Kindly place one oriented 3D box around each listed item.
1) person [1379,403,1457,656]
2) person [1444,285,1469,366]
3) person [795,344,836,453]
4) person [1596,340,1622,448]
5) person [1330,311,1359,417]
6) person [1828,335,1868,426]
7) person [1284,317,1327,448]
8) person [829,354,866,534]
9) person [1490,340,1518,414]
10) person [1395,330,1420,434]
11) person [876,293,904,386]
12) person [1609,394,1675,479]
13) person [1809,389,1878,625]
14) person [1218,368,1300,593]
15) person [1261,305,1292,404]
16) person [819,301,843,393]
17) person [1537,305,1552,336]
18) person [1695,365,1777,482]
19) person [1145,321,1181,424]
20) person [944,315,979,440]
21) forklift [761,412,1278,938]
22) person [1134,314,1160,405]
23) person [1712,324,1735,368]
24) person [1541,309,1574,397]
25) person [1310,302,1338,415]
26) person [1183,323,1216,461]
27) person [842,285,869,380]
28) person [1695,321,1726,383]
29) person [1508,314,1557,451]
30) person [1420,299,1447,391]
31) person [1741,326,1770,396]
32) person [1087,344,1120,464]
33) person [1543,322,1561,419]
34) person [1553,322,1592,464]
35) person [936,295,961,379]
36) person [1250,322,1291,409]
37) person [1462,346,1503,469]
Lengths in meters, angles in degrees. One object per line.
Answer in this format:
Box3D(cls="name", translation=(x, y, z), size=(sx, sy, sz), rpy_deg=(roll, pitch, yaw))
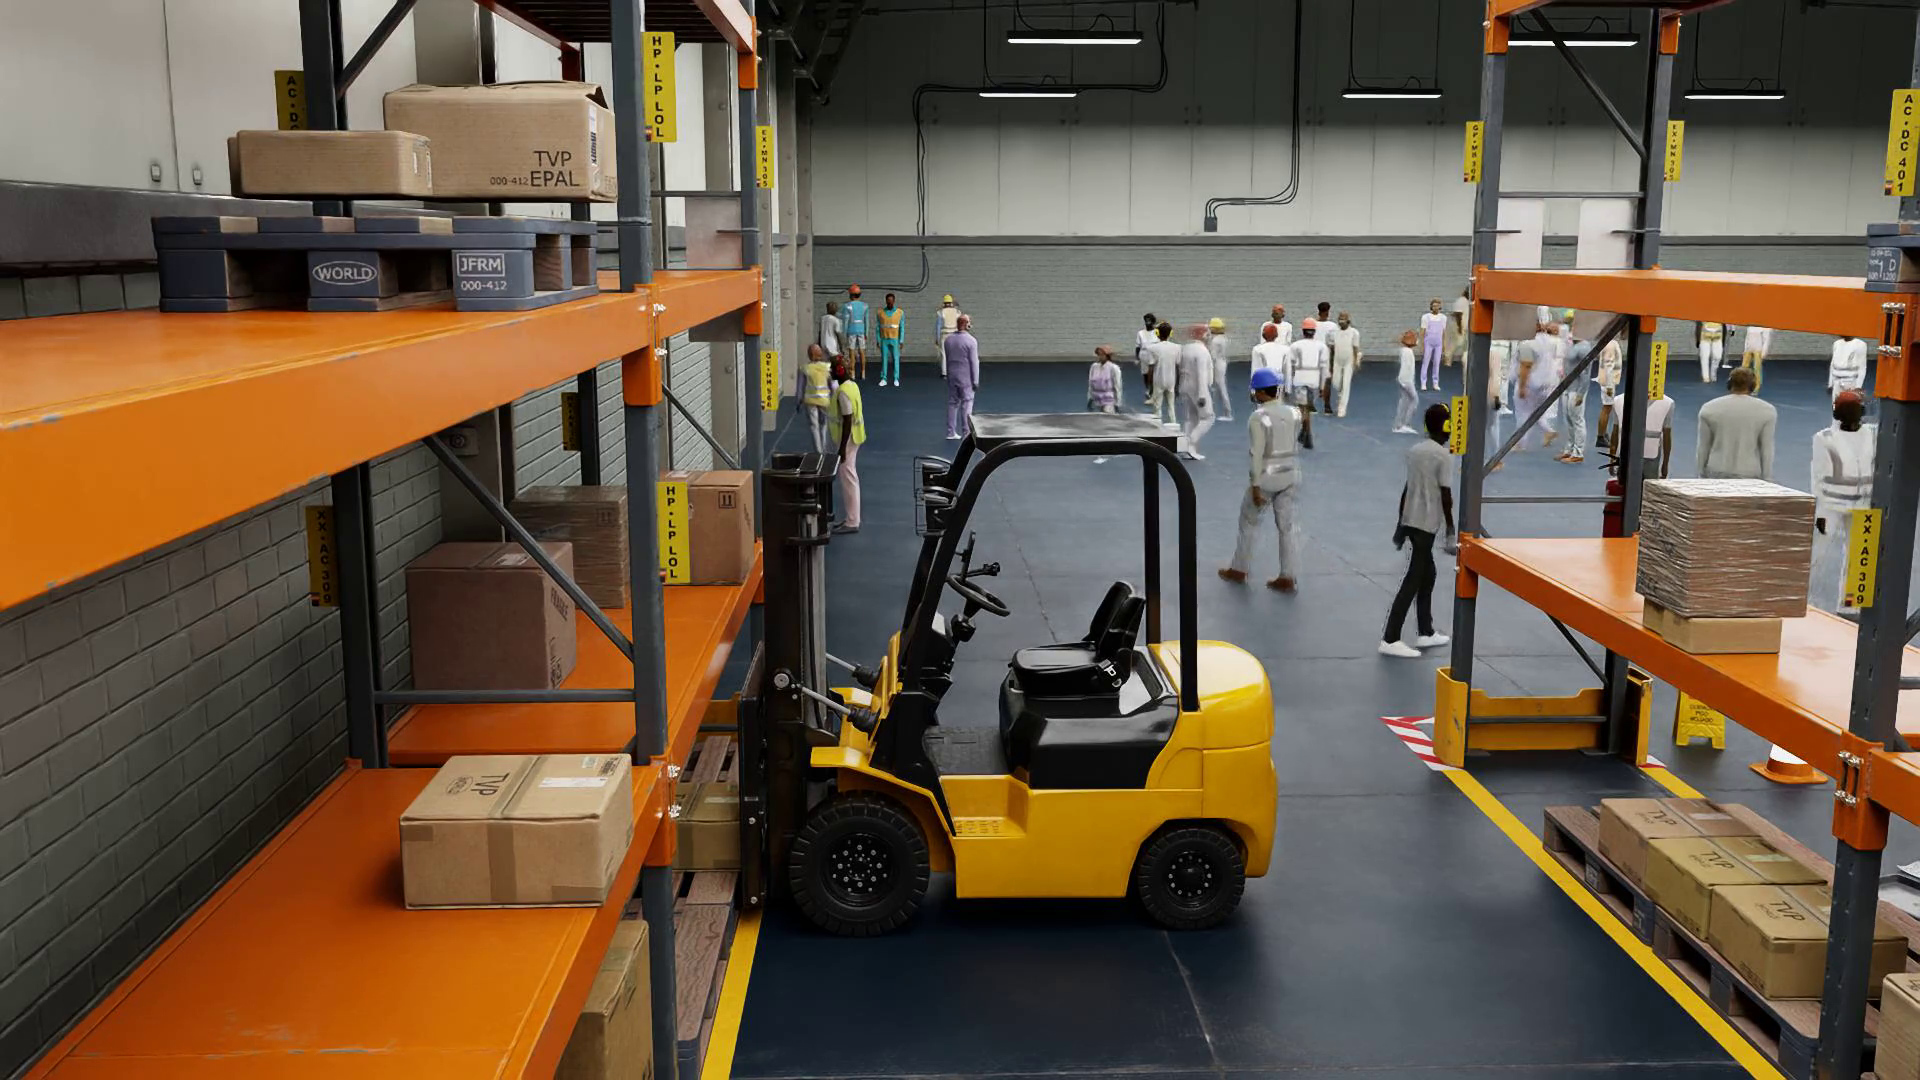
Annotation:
Box3D(cls="person", translation=(3.358, -0.073, 12.117), size=(0.678, 1.828, 0.517), rpy_deg=(-2, 10, -13))
Box3D(cls="person", translation=(11.912, -5.074, 39.328), size=(0.690, 2.000, 0.892), rpy_deg=(-4, 11, -23))
Box3D(cls="person", translation=(-1.968, -1.845, 22.531), size=(0.543, 1.593, 0.851), rpy_deg=(-3, 11, -18))
Box3D(cls="person", translation=(9.495, -2.301, 24.212), size=(0.392, 1.925, 0.548), rpy_deg=(5, 11, 24))
Box3D(cls="person", translation=(6.558, -3.006, 28.435), size=(0.504, 1.827, 0.472), rpy_deg=(5, 11, 26))
Box3D(cls="person", translation=(12.830, -2.260, 24.088), size=(0.346, 1.882, 0.583), rpy_deg=(-3, 11, -15))
Box3D(cls="person", translation=(5.068, -2.304, 24.339), size=(0.563, 1.889, 0.988), rpy_deg=(-1, 10, -6))
Box3D(cls="person", translation=(-1.156, -0.983, 17.089), size=(0.373, 1.840, 0.571), rpy_deg=(0, 10, 2))
Box3D(cls="person", translation=(9.428, -3.142, 28.946), size=(0.389, 1.911, 0.584), rpy_deg=(-8, 13, -36))
Box3D(cls="person", translation=(7.019, -2.445, 25.870), size=(0.493, 1.617, 0.502), rpy_deg=(3, 11, 14))
Box3D(cls="person", translation=(-1.450, -4.166, 34.604), size=(0.592, 1.922, 0.392), rpy_deg=(2, 10, 8))
Box3D(cls="person", translation=(6.519, -0.772, 15.944), size=(0.561, 1.836, 0.394), rpy_deg=(7, 13, 36))
Box3D(cls="person", translation=(6.812, -0.254, 12.964), size=(0.731, 1.870, 0.460), rpy_deg=(-1, 10, -6))
Box3D(cls="person", translation=(2.602, -0.529, 14.374), size=(0.599, 1.903, 0.890), rpy_deg=(-6, 12, -32))
Box3D(cls="person", translation=(5.554, -3.186, 29.244), size=(0.583, 1.882, 0.337), rpy_deg=(-2, 10, -12))
Box3D(cls="person", translation=(-2.563, -3.773, 32.681), size=(0.541, 1.825, 0.363), rpy_deg=(9, 13, 40))
Box3D(cls="person", translation=(13.029, -4.600, 37.127), size=(0.353, 1.883, 0.577), rpy_deg=(2, 10, 11))
Box3D(cls="person", translation=(6.766, -0.566, 14.576), size=(0.636, 1.925, 0.435), rpy_deg=(6, 12, 32))
Box3D(cls="person", translation=(2.881, -2.168, 23.614), size=(0.515, 1.873, 0.329), rpy_deg=(-2, 10, -12))
Box3D(cls="person", translation=(0.052, -2.431, 25.016), size=(0.641, 1.899, 0.397), rpy_deg=(10, 14, 43))
Box3D(cls="forklift", translation=(0.291, 0.548, 7.580), size=(2.313, 2.155, 1.214), rpy_deg=(0, 10, -2))
Box3D(cls="person", translation=(3.433, -3.284, 30.366), size=(0.559, 1.671, 0.596), rpy_deg=(6, 12, 29))
Box3D(cls="person", translation=(18.103, -5.033, 39.439), size=(0.375, 1.918, 0.584), rpy_deg=(-8, 13, -37))
Box3D(cls="person", translation=(11.521, -3.548, 31.724), size=(0.494, 1.717, 0.756), rpy_deg=(-8, 13, -38))
Box3D(cls="person", translation=(6.268, -3.143, 28.812), size=(0.610, 1.958, 0.376), rpy_deg=(7, 12, 35))
Box3D(cls="person", translation=(3.263, -2.013, 22.732), size=(0.427, 1.878, 0.680), rpy_deg=(-2, 10, -12))
Box3D(cls="person", translation=(-2.283, -4.500, 36.119), size=(0.615, 2.042, 0.375), rpy_deg=(-6, 12, -30))
Box3D(cls="person", translation=(15.916, -4.236, 35.260), size=(0.643, 1.824, 0.486), rpy_deg=(2, 10, 9))
Box3D(cls="person", translation=(8.120, -2.270, 23.705), size=(0.626, 2.000, 0.708), rpy_deg=(10, 14, 43))
Box3D(cls="person", translation=(9.504, -3.915, 33.412), size=(0.514, 1.844, 0.327), rpy_deg=(-1, 10, -3))
Box3D(cls="person", translation=(15.394, -3.662, 32.252), size=(0.415, 1.753, 0.561), rpy_deg=(-4, 11, -20))
Box3D(cls="person", translation=(2.016, -1.860, 22.618), size=(0.663, 1.615, 0.515), rpy_deg=(-9, 14, -42))
Box3D(cls="person", translation=(10.002, -2.863, 28.136), size=(0.315, 1.636, 0.515), rpy_deg=(7, 13, 36))
Box3D(cls="person", translation=(8.310, -1.997, 22.475), size=(0.352, 1.936, 0.647), rpy_deg=(0, 10, 3))
Box3D(cls="person", translation=(-0.259, -4.442, 36.395), size=(0.596, 1.828, 0.403), rpy_deg=(-3, 11, -19))
Box3D(cls="person", translation=(4.366, -2.104, 23.257), size=(0.589, 1.867, 0.561), rpy_deg=(-2, 10, -13))
Box3D(cls="person", translation=(6.873, -1.866, 21.759), size=(0.915, 1.927, 0.684), rpy_deg=(-9, 14, -42))
